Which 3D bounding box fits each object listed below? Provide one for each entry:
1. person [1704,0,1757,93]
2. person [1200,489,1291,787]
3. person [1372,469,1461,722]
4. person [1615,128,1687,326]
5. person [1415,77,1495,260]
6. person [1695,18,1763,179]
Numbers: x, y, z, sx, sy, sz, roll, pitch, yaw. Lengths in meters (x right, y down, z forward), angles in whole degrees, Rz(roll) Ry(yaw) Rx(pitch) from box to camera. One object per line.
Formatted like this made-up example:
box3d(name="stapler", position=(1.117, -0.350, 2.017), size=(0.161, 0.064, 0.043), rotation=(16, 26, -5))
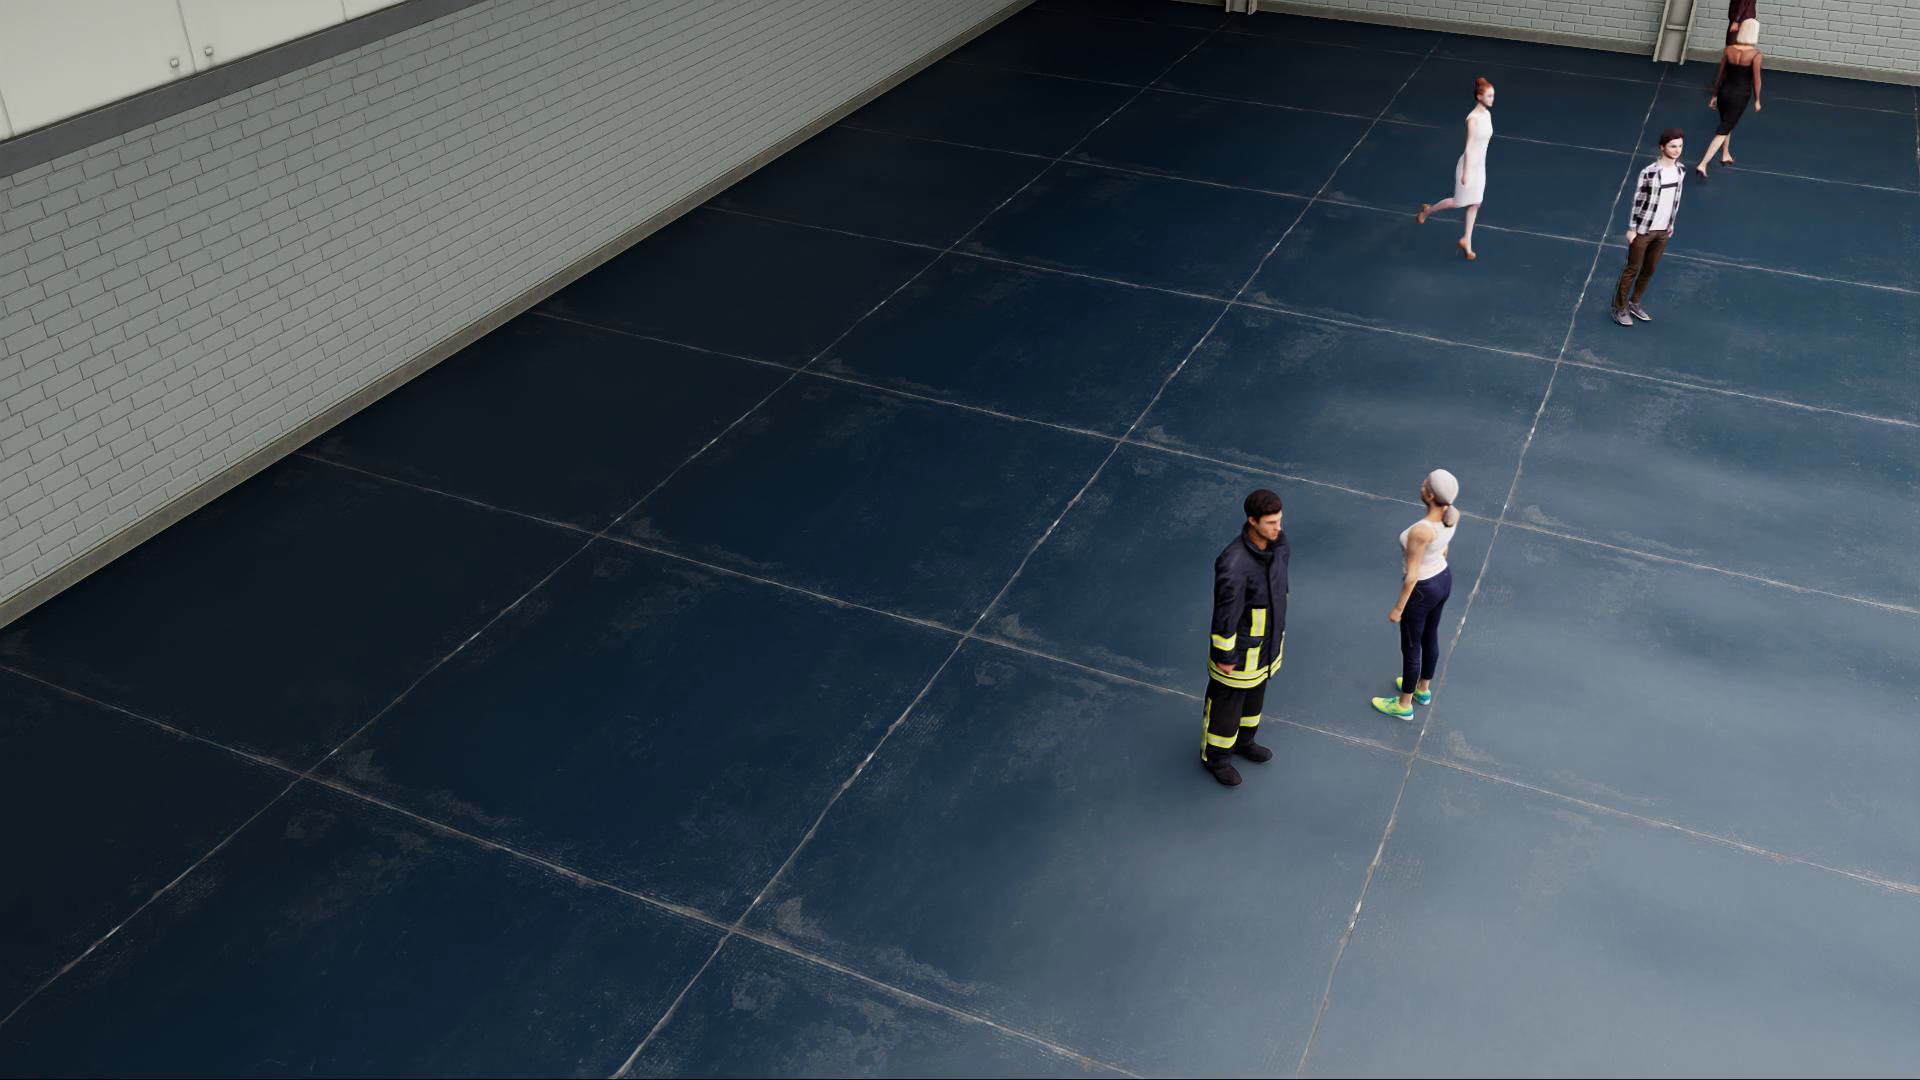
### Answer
box3d(name="person", position=(9.812, -6.565, 20.875), size=(0.658, 1.863, 0.736), rotation=(22, 38, 31))
box3d(name="person", position=(1.648, 0.529, 9.570), size=(0.805, 1.927, 0.873), rotation=(28, 41, 36))
box3d(name="person", position=(2.823, 0.329, 10.098), size=(0.662, 1.702, 0.644), rotation=(-28, 42, -36))
box3d(name="person", position=(6.237, -2.846, 15.034), size=(0.746, 1.806, 0.816), rotation=(-8, 33, -13))
box3d(name="person", position=(4.924, -3.639, 16.320), size=(1.026, 1.775, 0.788), rotation=(28, 42, 37))
box3d(name="person", position=(8.395, -4.767, 18.178), size=(1.049, 1.700, 1.104), rotation=(-19, 37, -27))
